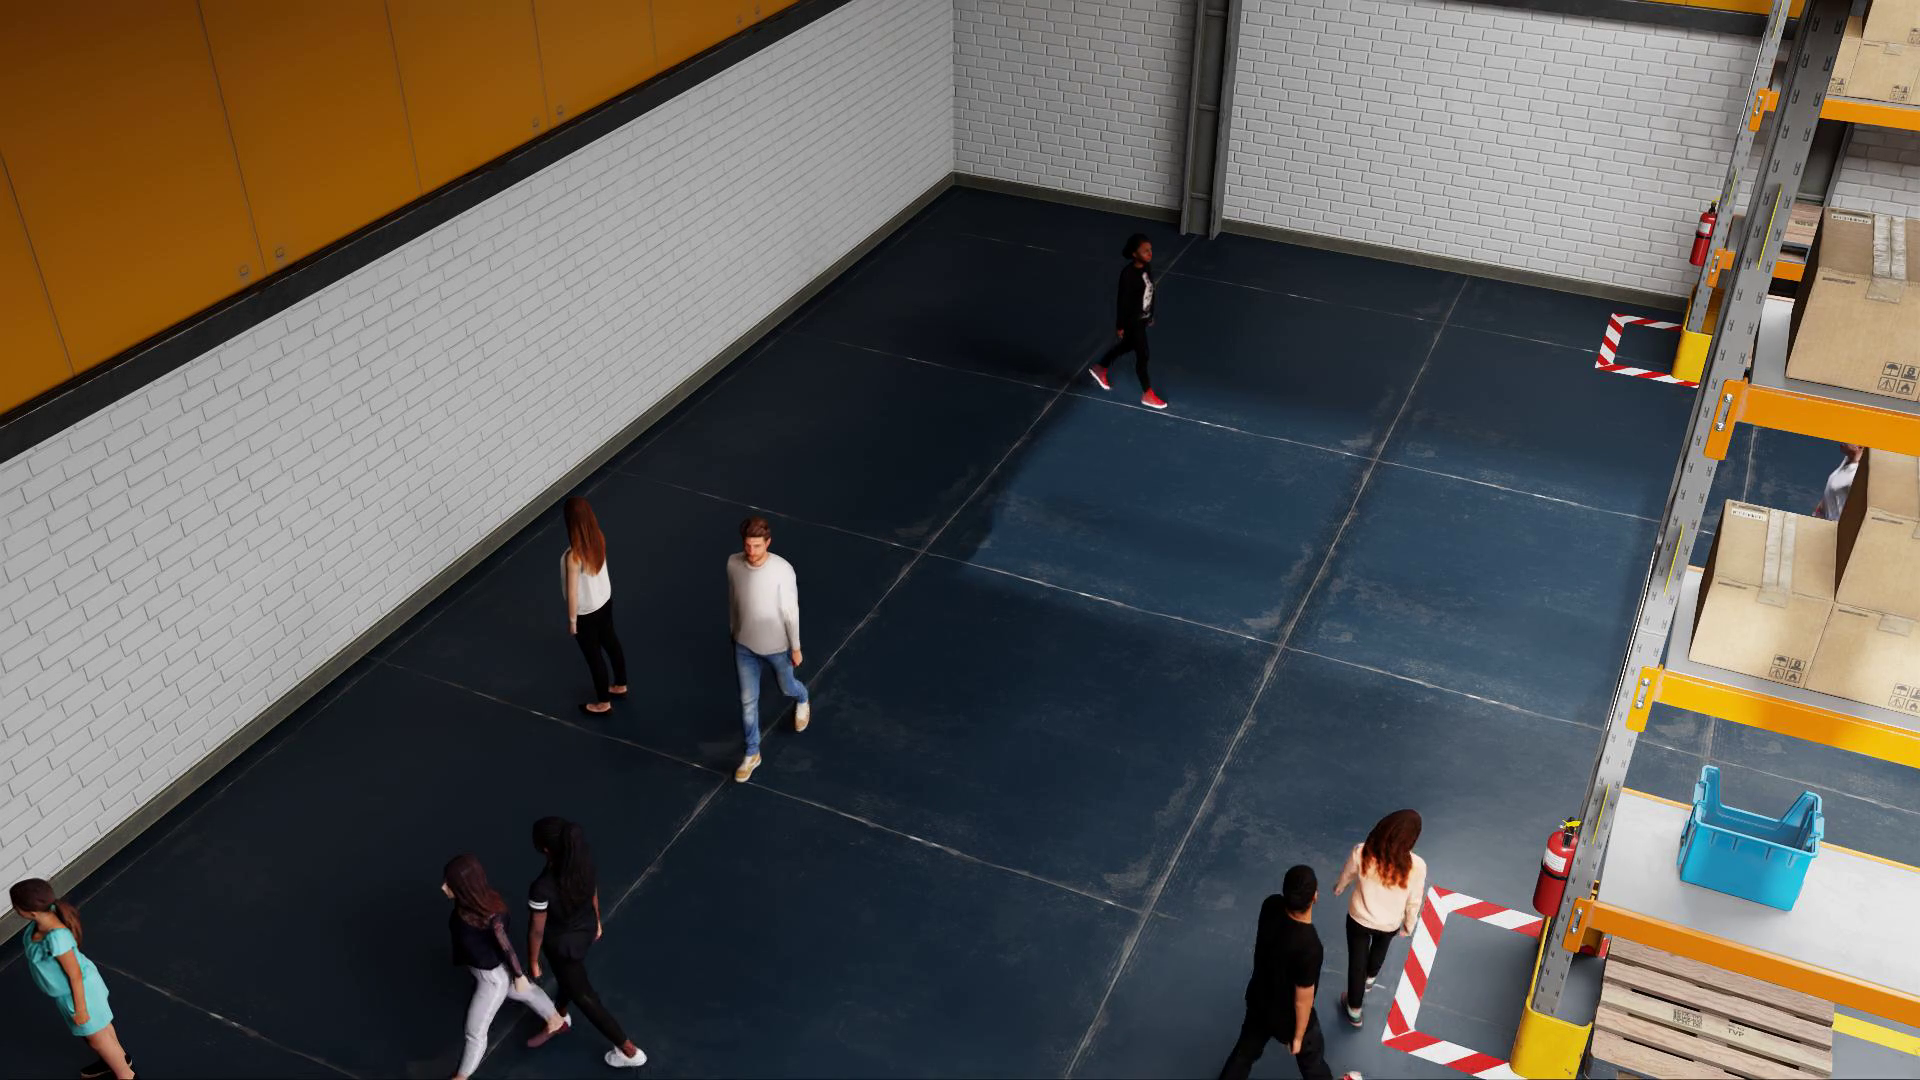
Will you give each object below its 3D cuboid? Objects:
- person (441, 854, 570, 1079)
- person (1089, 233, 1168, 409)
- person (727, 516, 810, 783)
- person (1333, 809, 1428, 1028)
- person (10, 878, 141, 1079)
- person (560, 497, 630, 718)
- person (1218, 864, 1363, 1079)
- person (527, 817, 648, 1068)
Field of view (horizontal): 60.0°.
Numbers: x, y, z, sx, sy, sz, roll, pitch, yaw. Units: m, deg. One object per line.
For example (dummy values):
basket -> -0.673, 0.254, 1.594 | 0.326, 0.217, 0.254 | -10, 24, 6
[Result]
person -> -2.444, 2.260, 8.853 | 1.009, 1.559, 1.109 | -22, 39, -29
person -> 1.535, -2.036, 15.239 | 1.141, 1.644, 0.745 | 22, 39, 29
person -> -1.261, 0.633, 11.015 | 1.096, 1.876, 0.869 | 8, 34, 12
person -> 2.290, 2.120, 9.156 | 0.737, 1.457, 0.766 | 3, 34, 5
person -> -4.647, 2.343, 8.730 | 0.693, 1.557, 0.601 | -21, 39, -28
person -> -2.518, 0.457, 11.420 | 0.514, 1.721, 0.573 | 11, 35, 16
person -> 1.563, 2.398, 8.512 | 1.123, 1.707, 1.122 | -13, 36, -19
person -> -2.022, 2.167, 8.869 | 1.061, 1.696, 0.624 | 14, 36, 20
